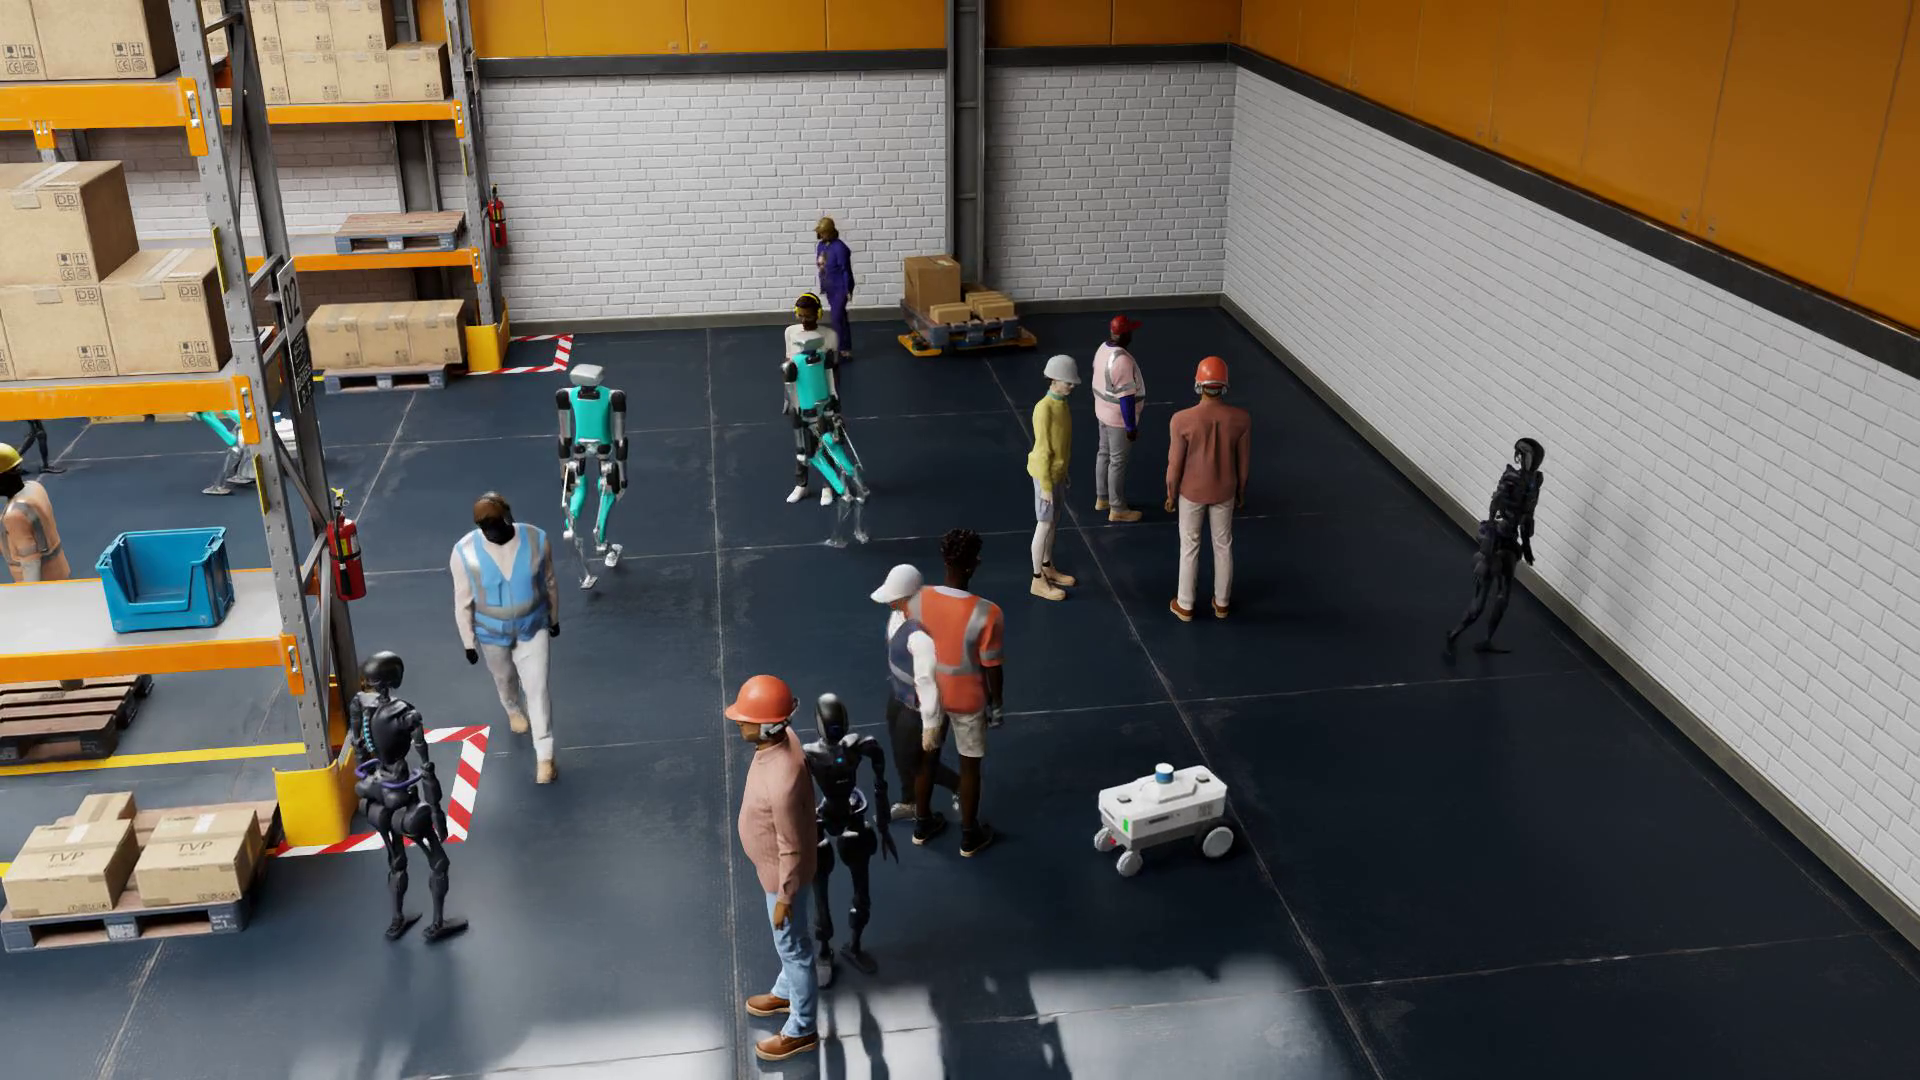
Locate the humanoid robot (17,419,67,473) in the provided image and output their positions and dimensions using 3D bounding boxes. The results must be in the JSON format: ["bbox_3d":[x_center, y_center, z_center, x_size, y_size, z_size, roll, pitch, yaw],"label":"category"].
[{"bbox_3d":[-8.357,-1.341,14.720,0.486,1.634,0.606,-15,28,-30],"label":"humanoid robot"}]

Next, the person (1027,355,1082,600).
[{"bbox_3d":[0.694,-0.483,12.491,0.397,1.885,0.474,9,25,20],"label":"person"}]

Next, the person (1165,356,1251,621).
[{"bbox_3d":[1.782,-0.362,12.082,0.610,1.990,0.393,-3,24,-7],"label":"person"}]

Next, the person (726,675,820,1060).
[{"bbox_3d":[-0.855,1.520,7.788,0.382,1.995,0.609,-4,24,-10],"label":"person"}]

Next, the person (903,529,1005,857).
[{"bbox_3d":[-0.030,0.857,9.353,0.605,1.956,0.392,10,26,22],"label":"person"}]

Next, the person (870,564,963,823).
[{"bbox_3d":[-0.231,0.909,9.498,0.584,1.733,0.837,-7,25,-15],"label":"person"}]

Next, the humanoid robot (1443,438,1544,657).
[{"bbox_3d":[3.725,0.043,11.555,0.610,1.645,0.476,-18,30,-36],"label":"humanoid robot"}]

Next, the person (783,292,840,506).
[{"bbox_3d":[-1.261,-1.198,14.144,0.511,1.865,0.329,6,24,12],"label":"person"}]

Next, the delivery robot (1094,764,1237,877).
[{"bbox_3d":[1.177,1.554,9.501,0.770,0.595,0.499,-10,26,-22],"label":"delivery robot"}]

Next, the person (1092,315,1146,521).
[{"bbox_3d":[1.331,-1.023,13.877,0.420,1.755,0.607,-8,25,-17],"label":"person"}]

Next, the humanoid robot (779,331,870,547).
[{"bbox_3d":[-0.998,-0.748,13.292,0.801,1.782,0.535,18,30,36],"label":"humanoid robot"}]

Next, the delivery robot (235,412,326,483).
[{"bbox_3d":[-6.151,-0.848,14.989,0.808,0.607,0.499,-7,25,-15],"label":"delivery robot"}]

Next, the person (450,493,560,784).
[{"bbox_3d":[-2.786,0.527,10.308,0.628,1.788,0.983,-8,25,-18],"label":"person"}]

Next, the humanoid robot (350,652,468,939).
[{"bbox_3d":[-2.930,1.322,8.641,0.595,1.654,0.336,12,27,26],"label":"humanoid robot"}]

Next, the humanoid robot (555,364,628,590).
[{"bbox_3d":[-2.784,-0.409,12.501,0.539,1.740,1.001,1,24,3],"label":"humanoid robot"}]

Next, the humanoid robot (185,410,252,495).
[{"bbox_3d":[-6.329,-1.229,14.301,0.677,1.753,0.548,7,25,15],"label":"humanoid robot"}]

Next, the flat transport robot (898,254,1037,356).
[{"bbox_3d":[0.079,-2.287,18.607,1.431,0.231,0.659,-8,25,-17],"label":"flat transport robot"}]

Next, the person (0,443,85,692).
[{"bbox_3d":[-5.953,0.276,10.721,0.388,1.916,0.587,-7,25,-15],"label":"person"}]

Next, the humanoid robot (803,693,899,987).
[{"bbox_3d":[-0.599,1.478,8.278,0.589,1.651,0.324,-10,26,-21],"label":"humanoid robot"}]

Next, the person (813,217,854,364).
[{"bbox_3d":[-1.370,-2.670,17.831,0.602,1.590,0.491,-19,30,-37],"label":"person"}]
